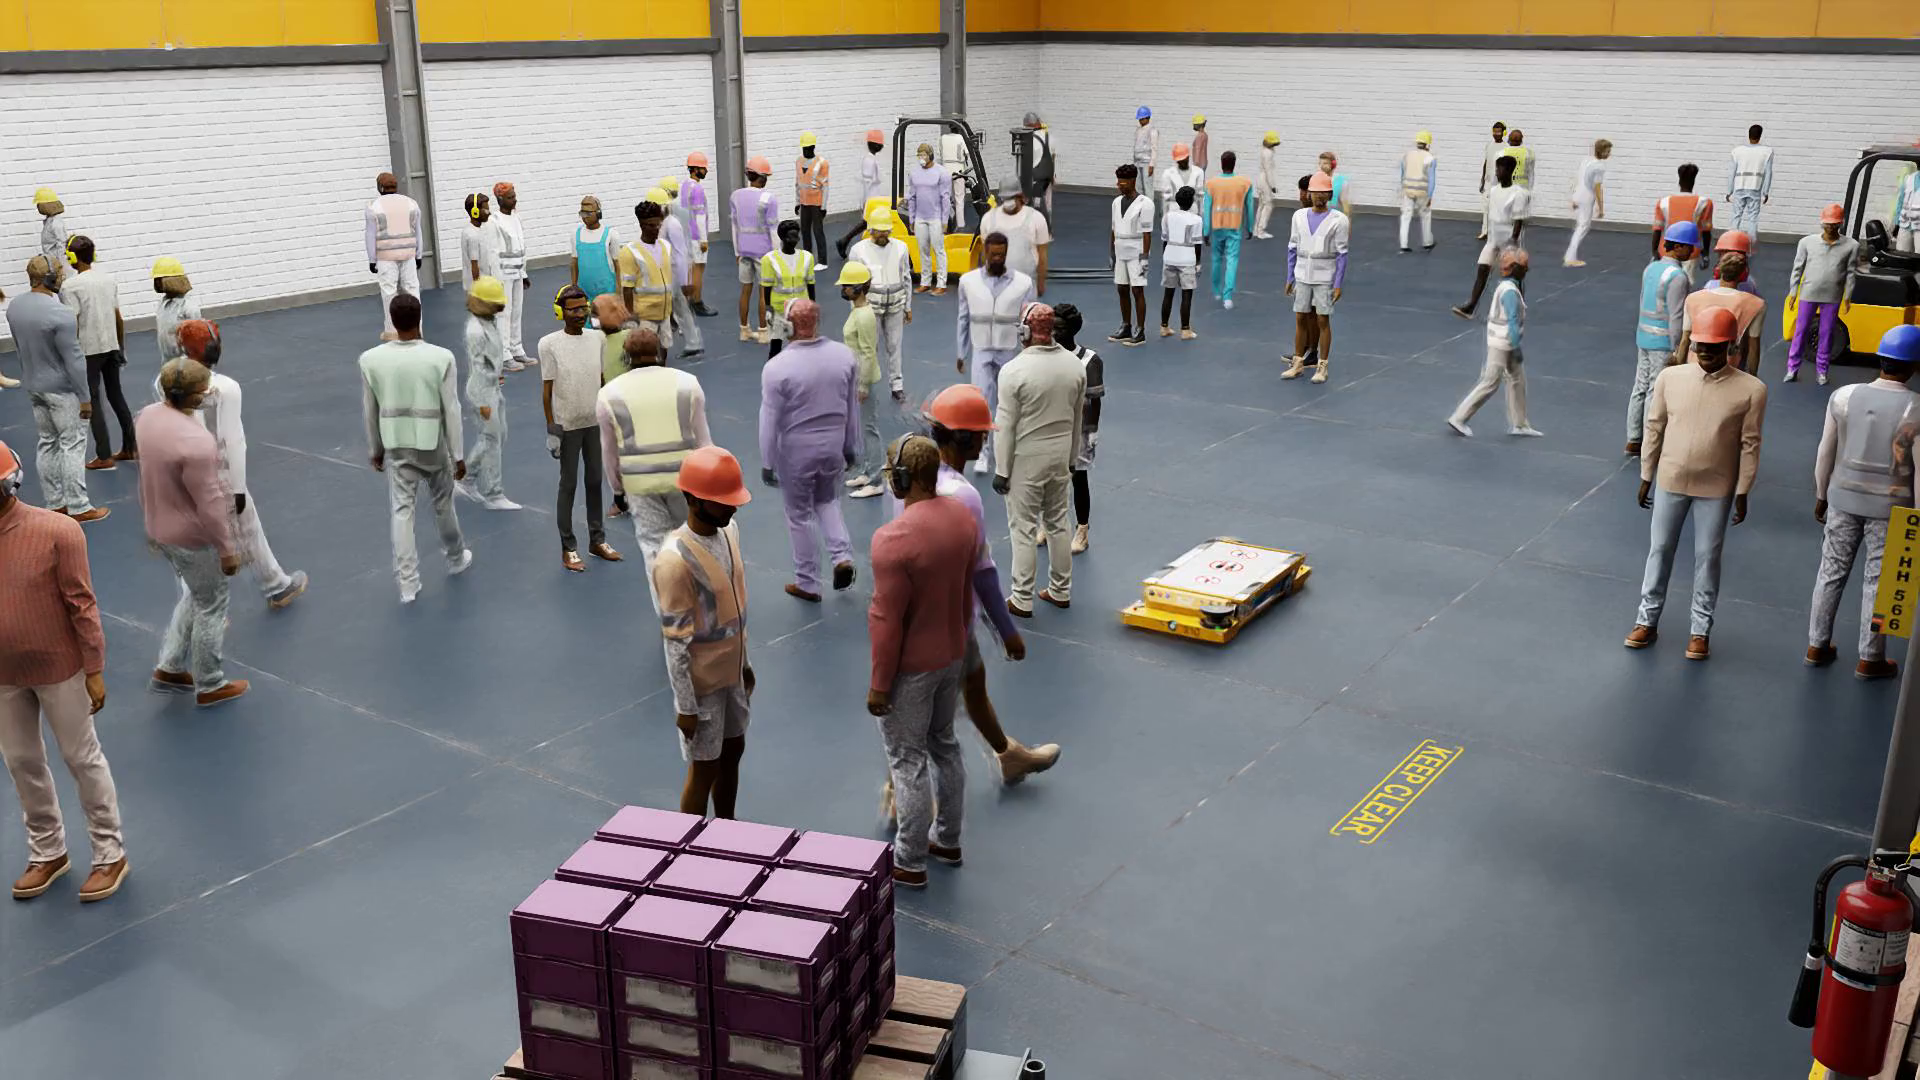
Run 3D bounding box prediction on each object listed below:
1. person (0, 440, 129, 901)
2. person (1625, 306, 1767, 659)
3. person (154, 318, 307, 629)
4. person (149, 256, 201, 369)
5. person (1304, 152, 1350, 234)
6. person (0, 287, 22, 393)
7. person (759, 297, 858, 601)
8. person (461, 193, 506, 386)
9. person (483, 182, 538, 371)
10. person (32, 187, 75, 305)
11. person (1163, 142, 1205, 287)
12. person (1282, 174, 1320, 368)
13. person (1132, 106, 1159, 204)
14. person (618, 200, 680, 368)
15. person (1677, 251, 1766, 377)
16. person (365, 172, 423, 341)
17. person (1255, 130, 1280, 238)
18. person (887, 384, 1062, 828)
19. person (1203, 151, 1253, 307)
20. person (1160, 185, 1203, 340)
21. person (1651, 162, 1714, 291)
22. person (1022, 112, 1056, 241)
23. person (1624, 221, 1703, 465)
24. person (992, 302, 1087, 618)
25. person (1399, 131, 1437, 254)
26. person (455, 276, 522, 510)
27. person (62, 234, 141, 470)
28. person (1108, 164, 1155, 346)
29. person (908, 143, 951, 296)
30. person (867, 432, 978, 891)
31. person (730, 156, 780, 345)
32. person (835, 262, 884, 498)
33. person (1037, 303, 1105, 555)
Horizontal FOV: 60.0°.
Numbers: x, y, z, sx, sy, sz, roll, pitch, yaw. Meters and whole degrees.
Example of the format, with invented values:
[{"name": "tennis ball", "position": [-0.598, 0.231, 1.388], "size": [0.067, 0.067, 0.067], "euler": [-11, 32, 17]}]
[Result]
[{"name": "person", "position": [-3.775, 0.522, 6.728], "size": [0.631, 1.979, 0.412], "euler": [0, 18, 0]}, {"name": "person", "position": [4.122, -0.320, 9.331], "size": [0.617, 1.994, 0.381], "euler": [12, 21, 32]}, {"name": "person", "position": [-4.356, -0.400, 9.816], "size": [0.599, 1.838, 0.945], "euler": [4, 18, 14]}, {"name": "person", "position": [-6.016, -1.319, 12.865], "size": [0.485, 1.744, 0.294], "euler": [11, 21, 30]}, {"name": "person", "position": [4.585, -3.992, 21.090], "size": [0.677, 1.818, 0.581], "euler": [-13, 22, -36]}, {"name": "person", "position": [-9.321, -2.418, 15.814], "size": [0.393, 2.044, 0.609], "euler": [2, 18, 5]}, {"name": "person", "position": [-0.932, -0.544, 10.202], "size": [0.668, 1.887, 0.446], "euler": [-13, 22, -35]}, {"name": "person", "position": [-4.649, -2.420, 16.125], "size": [0.324, 1.861, 0.510], "euler": [-6, 19, -17]}, {"name": "person", "position": [-4.565, -2.673, 16.874], "size": [0.353, 1.883, 0.573], "euler": [5, 18, 14]}, {"name": "person", "position": [-9.604, -2.871, 17.718], "size": [0.295, 1.744, 0.484], "euler": [-13, 22, -34]}, {"name": "person", "position": [2.934, -4.280, 21.893], "size": [0.571, 1.896, 0.548], "euler": [-1, 18, -4]}, {"name": "person", "position": [3.551, -2.734, 16.936], "size": [0.368, 1.962, 0.603], "euler": [0, 18, -1]}, {"name": "person", "position": [3.174, -6.501, 28.750], "size": [0.394, 1.943, 0.602], "euler": [-10, 20, -30]}, {"name": "person", "position": [-2.712, -2.000, 14.631], "size": [0.362, 1.963, 0.614], "euler": [11, 21, 31]}, {"name": "person", "position": [5.633, -1.220, 12.409], "size": [0.566, 1.836, 0.383], "euler": [12, 22, 34]}, {"name": "person", "position": [-6.235, -3.123, 18.360], "size": [0.633, 1.837, 0.429], "euler": [-15, 23, -39]}, {"name": "person", "position": [4.910, -5.688, 26.570], "size": [0.351, 1.715, 0.520], "euler": [3, 18, 9]}, {"name": "person", "position": [0.110, 0.293, 7.386], "size": [0.996, 2.000, 0.633], "euler": [-6, 19, -18]}, {"name": "person", "position": [3.312, -3.853, 20.606], "size": [0.604, 1.873, 0.993], "euler": [4, 18, 12]}, {"name": "person", "position": [2.450, -3.063, 18.411], "size": [0.531, 1.688, 0.321], "euler": [15, 23, 38]}, {"name": "person", "position": [7.956, -3.190, 18.411], "size": [0.610, 1.937, 0.839], "euler": [13, 22, 35]}, {"name": "person", "position": [1.133, -5.802, 26.405], "size": [1.038, 2.000, 0.695], "euler": [16, 24, 40]}, {"name": "person", "position": [5.645, -1.579, 13.357], "size": [0.402, 1.940, 0.602], "euler": [-1, 18, -2]}, {"name": "person", "position": [0.452, -0.481, 10.002], "size": [0.635, 1.900, 0.398], "euler": [-14, 23, -37]}, {"name": "person", "position": [6.897, -5.210, 24.943], "size": [0.607, 1.791, 0.869], "euler": [14, 23, 37]}, {"name": "person", "position": [-3.469, -1.066, 12.115], "size": [0.455, 1.741, 0.512], "euler": [0, 18, 0]}, {"name": "person", "position": [-6.859, -1.486, 13.210], "size": [0.329, 1.854, 0.533], "euler": [7, 19, 20]}, {"name": "person", "position": [1.845, -3.110, 18.138], "size": [0.388, 1.951, 0.616], "euler": [-13, 22, -35]}, {"name": "person", "position": [-0.393, -4.092, 21.248], "size": [0.632, 1.930, 0.384], "euler": [12, 21, 32]}, {"name": "person", "position": [-0.162, 0.501, 6.876], "size": [0.375, 1.929, 0.636], "euler": [11, 21, 31]}, {"name": "person", "position": [-2.196, -3.144, 18.114], "size": [0.613, 2.029, 0.409], "euler": [10, 20, 28]}, {"name": "person", "position": [-0.756, -1.194, 12.437], "size": [0.327, 1.767, 0.533], "euler": [-3, 18, -8]}, {"name": "person", "position": [0.699, -0.744, 11.141], "size": [0.541, 1.695, 0.316], "euler": [11, 21, 31]}]
